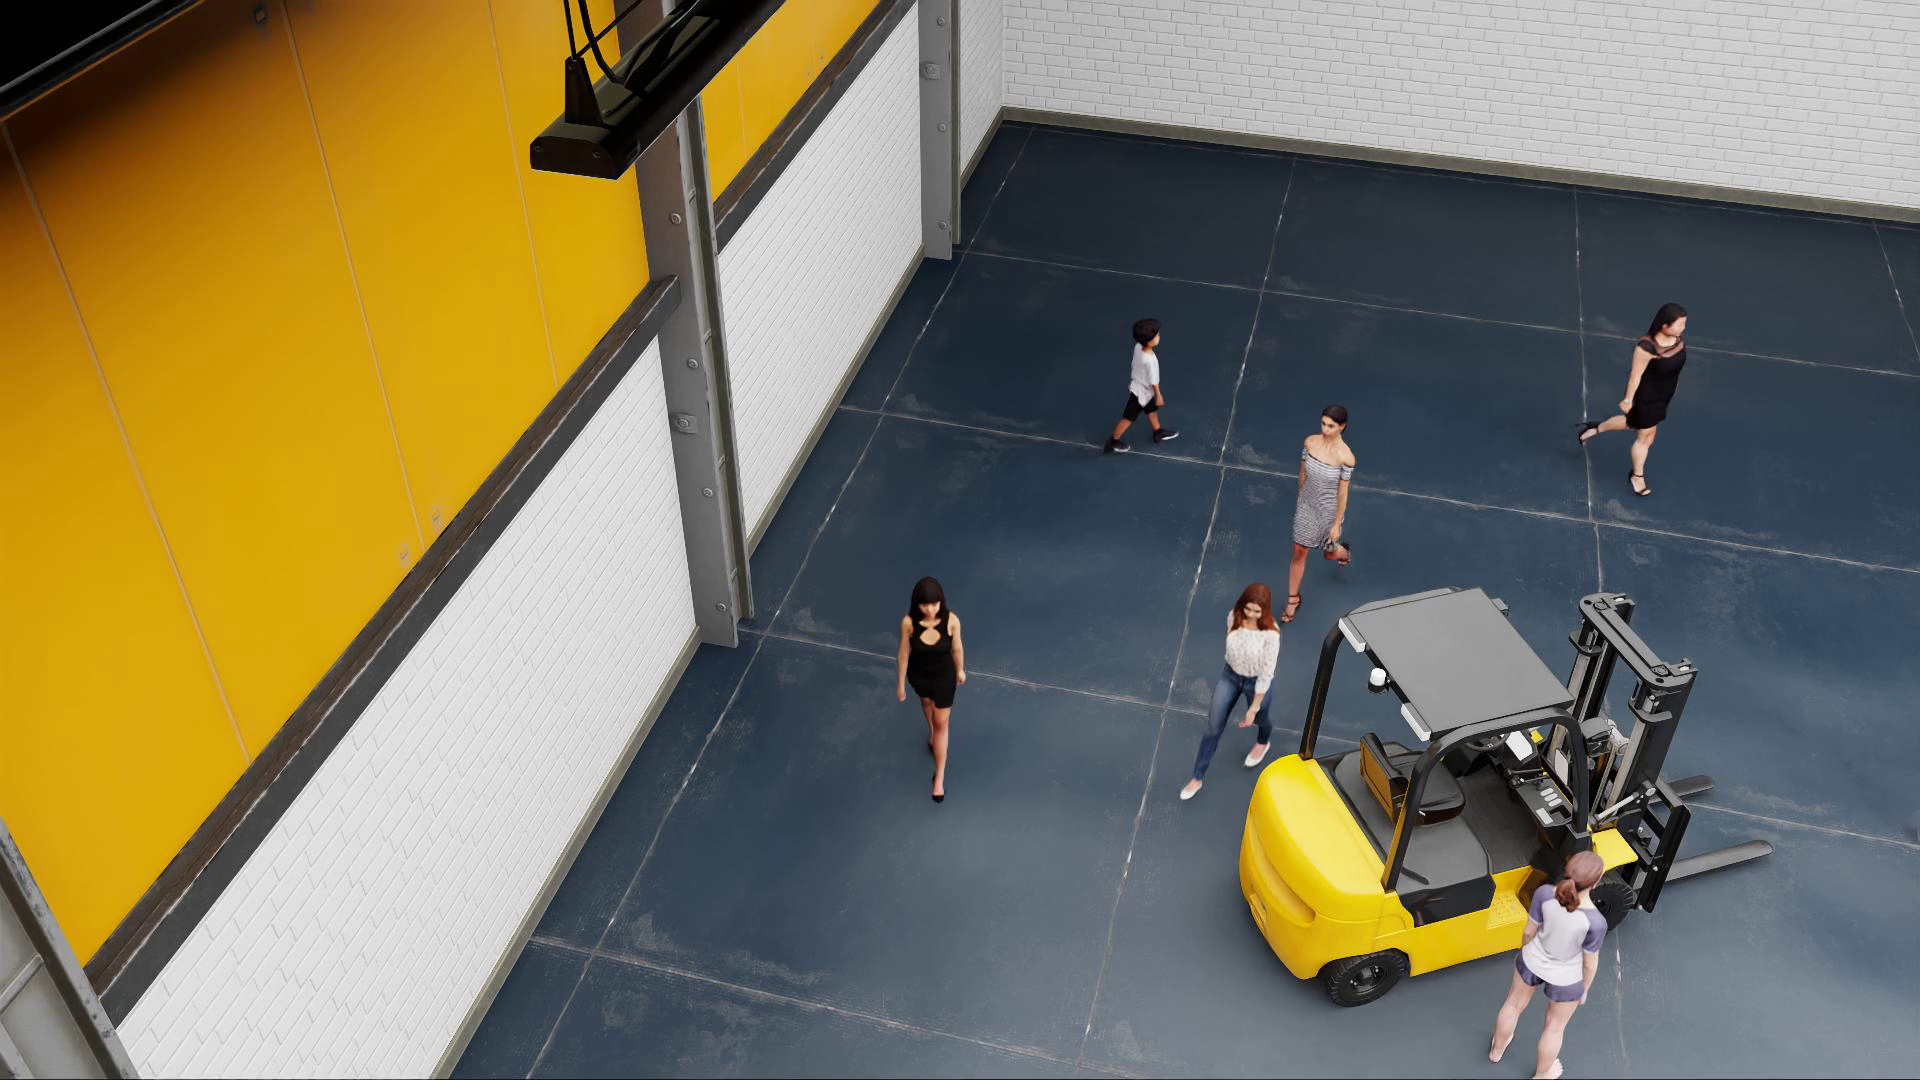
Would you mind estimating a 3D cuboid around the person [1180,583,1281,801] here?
[{"bbox_3d":[1.907,0.900,10.747,0.860,1.680,1.156,27,46,30],"label":"person"}]

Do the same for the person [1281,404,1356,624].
[{"bbox_3d":[2.673,-0.218,12.055,0.890,1.796,1.122,29,47,32],"label":"person"}]

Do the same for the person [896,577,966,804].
[{"bbox_3d":[-0.186,0.838,10.876,0.744,1.617,1.044,1,39,1],"label":"person"}]

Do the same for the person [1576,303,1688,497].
[{"bbox_3d":[5.438,-1.185,13.347,1.063,1.694,1.023,-30,47,-32],"label":"person"}]

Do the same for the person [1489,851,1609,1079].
[{"bbox_3d":[3.180,2.292,8.935,0.672,1.768,0.701,30,47,32],"label":"person"}]

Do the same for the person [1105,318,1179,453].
[{"bbox_3d":[1.460,-1.246,13.795,0.809,1.230,0.892,-8,39,-10],"label":"person"}]
